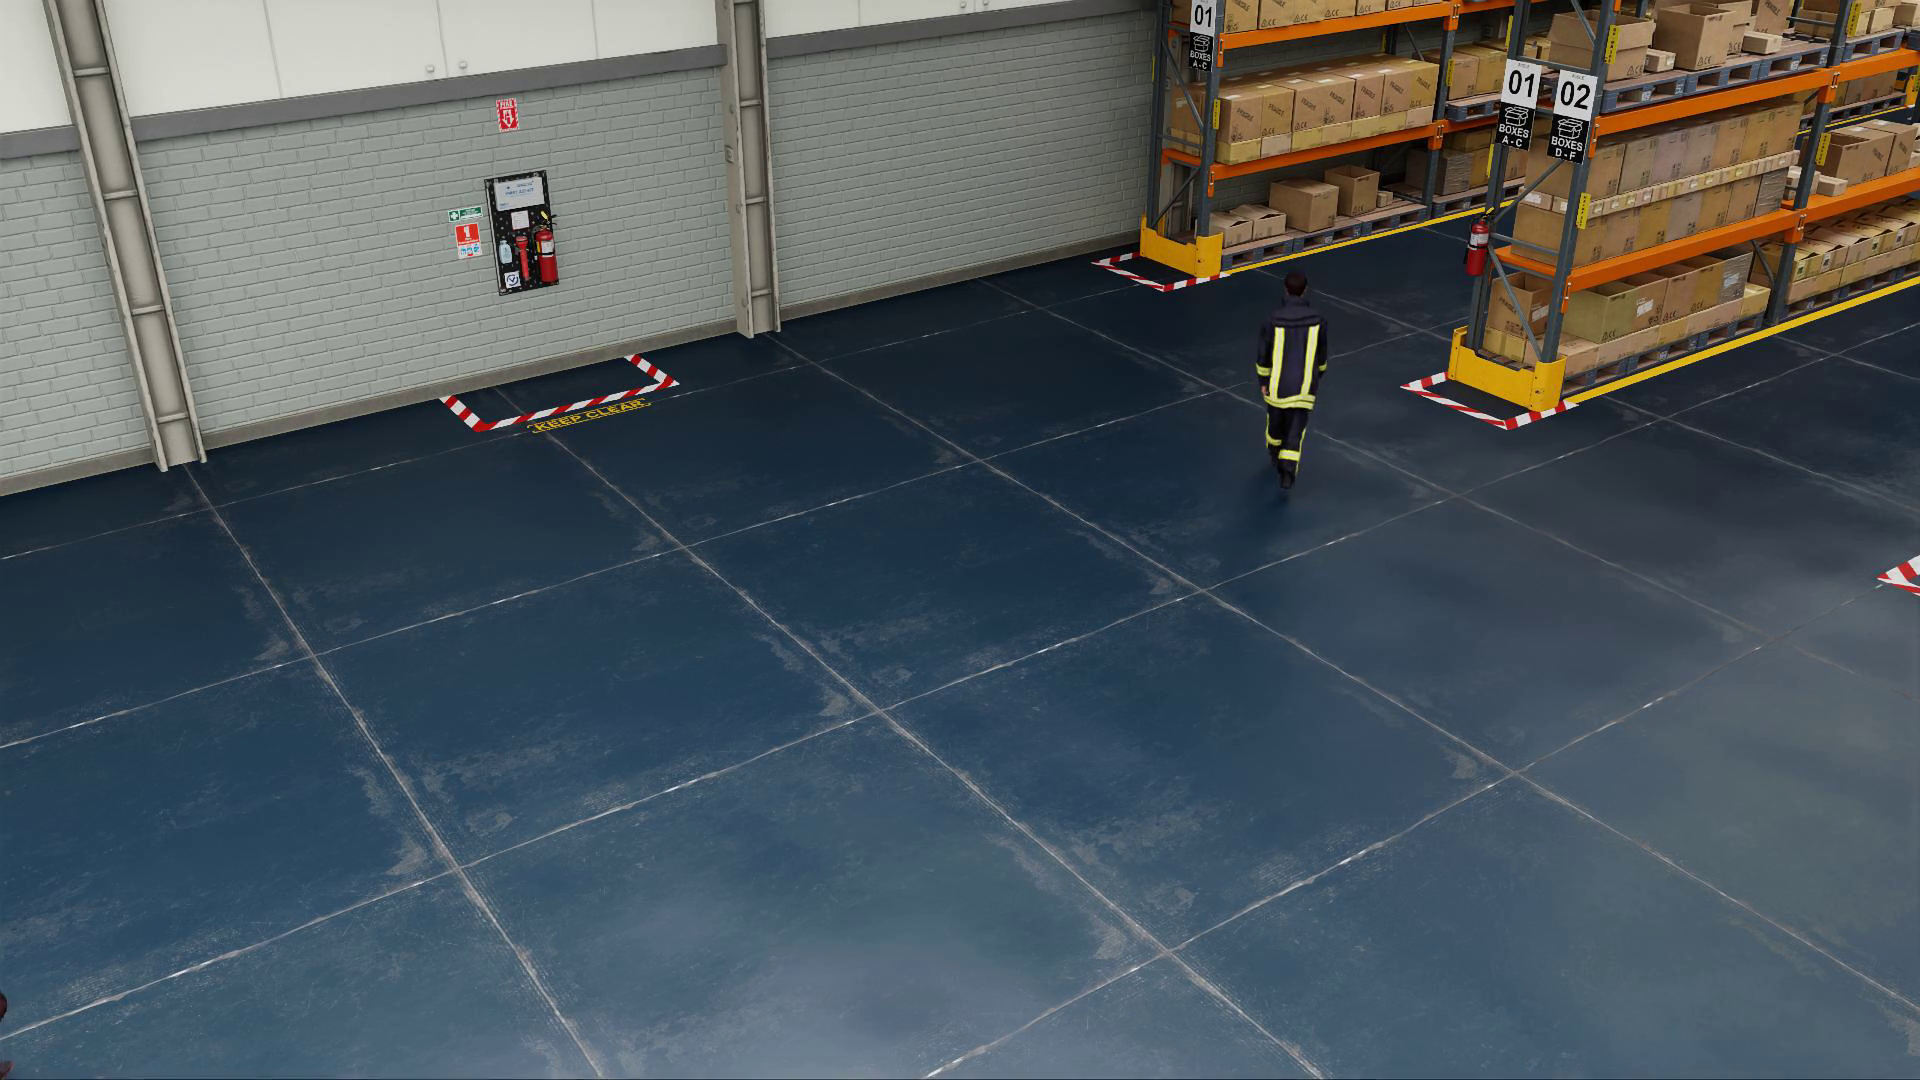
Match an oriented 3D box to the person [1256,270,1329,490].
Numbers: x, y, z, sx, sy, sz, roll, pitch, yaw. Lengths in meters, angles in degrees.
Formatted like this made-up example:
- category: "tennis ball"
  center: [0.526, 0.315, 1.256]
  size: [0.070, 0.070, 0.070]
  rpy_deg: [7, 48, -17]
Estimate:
- category: "person"
  center: [2.869, -1.340, 14.339]
  size: [1.256, 1.885, 1.334]
  rpy_deg: [5, 28, 10]
